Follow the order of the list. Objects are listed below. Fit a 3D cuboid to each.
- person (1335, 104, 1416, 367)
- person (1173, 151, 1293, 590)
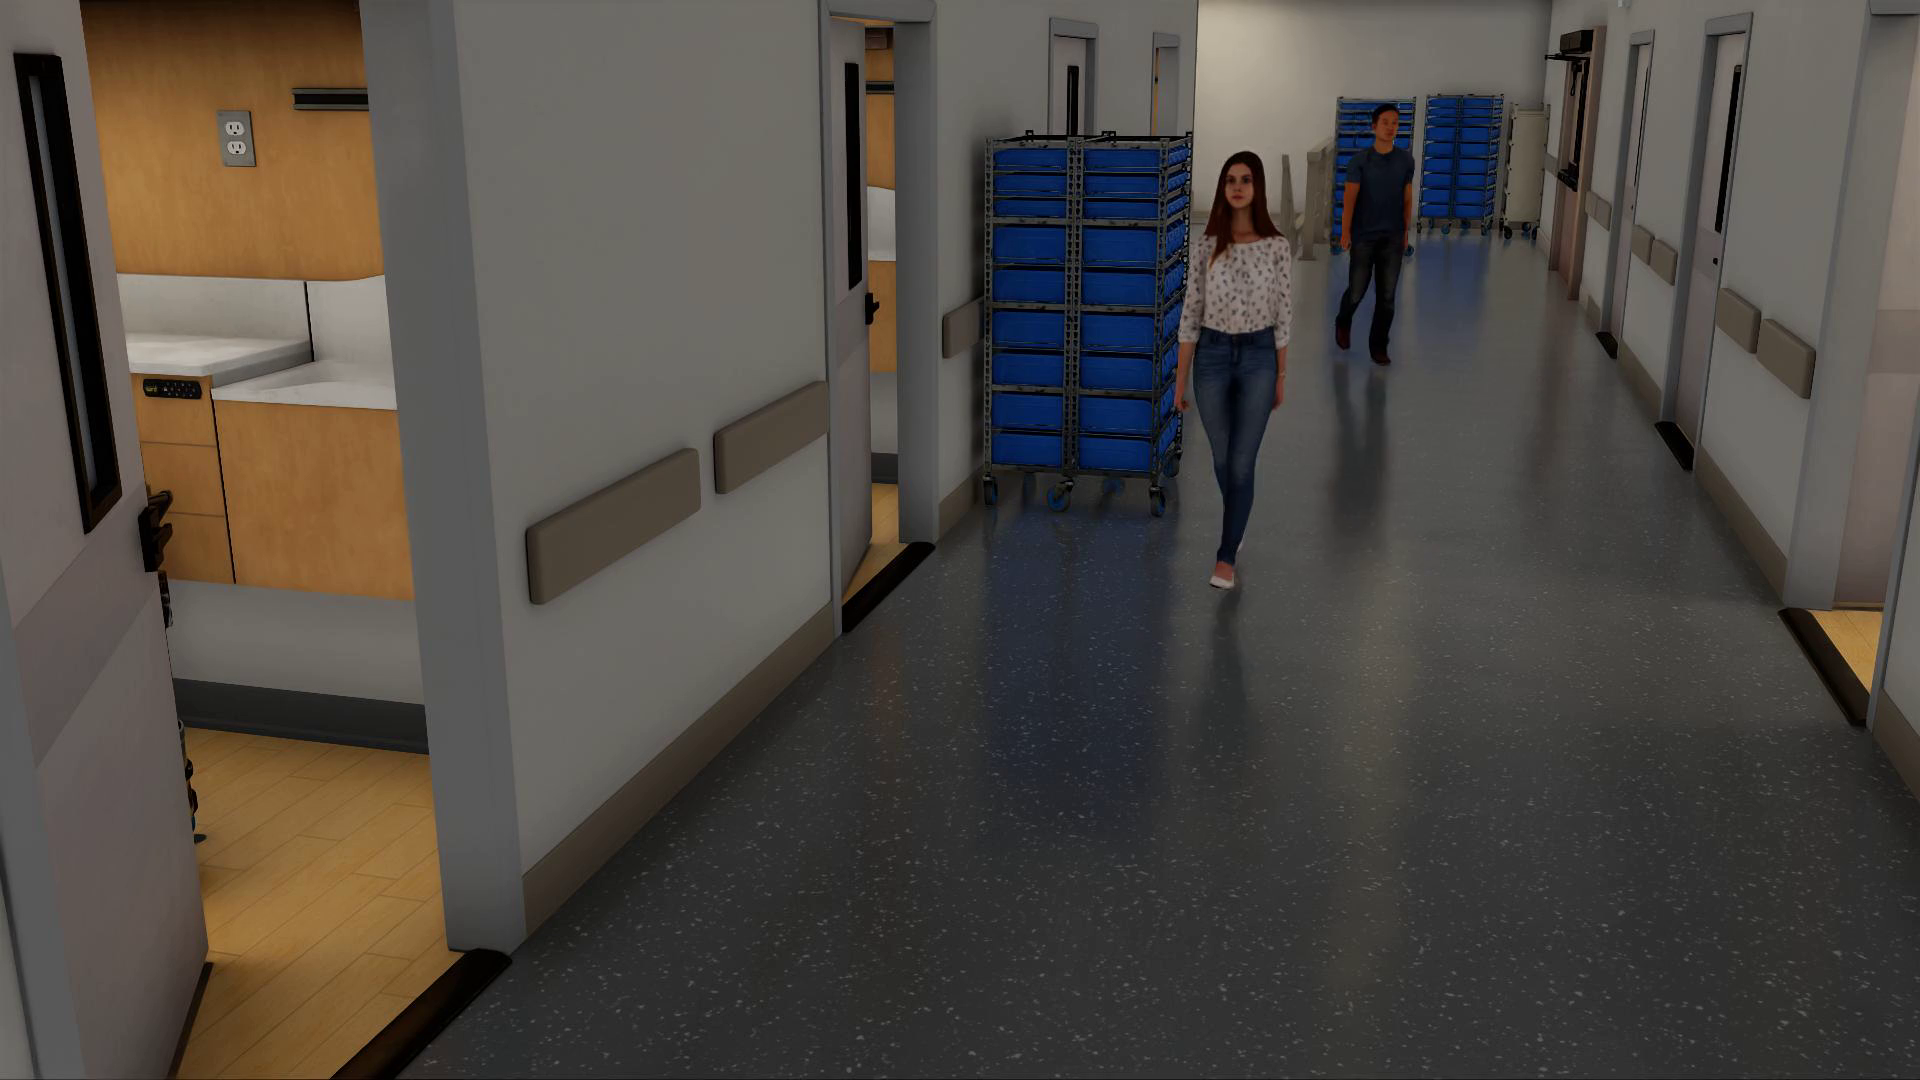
[{"bbox_3d":[2.928,-2.163,11.841,0.894,1.788,1.153,-1,16,-4],"label":"person"},{"bbox_3d":[1.125,-0.683,6.794,0.610,1.678,1.136,5,16,16],"label":"person"}]
